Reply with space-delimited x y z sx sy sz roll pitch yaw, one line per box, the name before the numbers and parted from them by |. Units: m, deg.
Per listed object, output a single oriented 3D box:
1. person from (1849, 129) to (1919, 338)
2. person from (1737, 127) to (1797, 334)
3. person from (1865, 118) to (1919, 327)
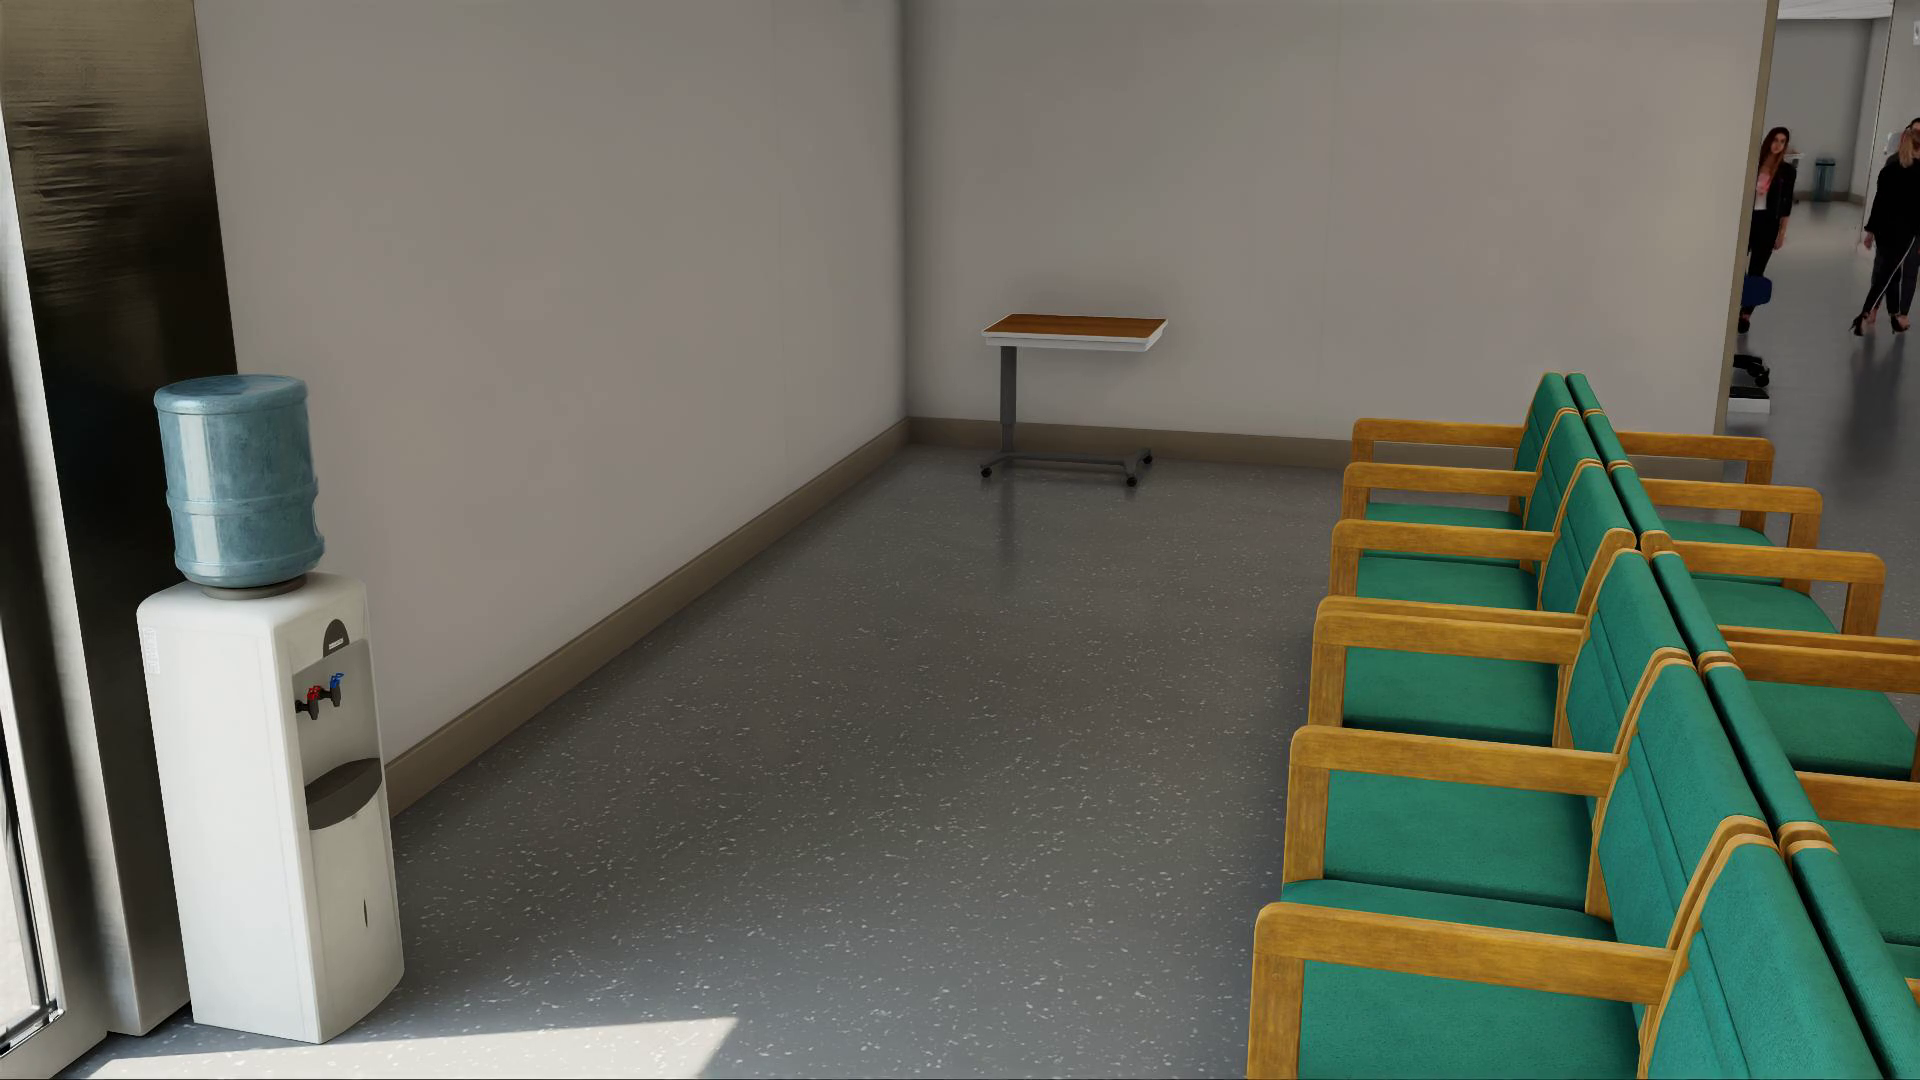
person | 7.479 -2.406 13.371 1.133 1.656 1.115 -11 19 -34
person | 6.736 -2.597 13.977 0.781 1.694 0.837 14 21 40
person | 8.196 -2.769 14.433 0.630 1.779 0.748 9 18 28
